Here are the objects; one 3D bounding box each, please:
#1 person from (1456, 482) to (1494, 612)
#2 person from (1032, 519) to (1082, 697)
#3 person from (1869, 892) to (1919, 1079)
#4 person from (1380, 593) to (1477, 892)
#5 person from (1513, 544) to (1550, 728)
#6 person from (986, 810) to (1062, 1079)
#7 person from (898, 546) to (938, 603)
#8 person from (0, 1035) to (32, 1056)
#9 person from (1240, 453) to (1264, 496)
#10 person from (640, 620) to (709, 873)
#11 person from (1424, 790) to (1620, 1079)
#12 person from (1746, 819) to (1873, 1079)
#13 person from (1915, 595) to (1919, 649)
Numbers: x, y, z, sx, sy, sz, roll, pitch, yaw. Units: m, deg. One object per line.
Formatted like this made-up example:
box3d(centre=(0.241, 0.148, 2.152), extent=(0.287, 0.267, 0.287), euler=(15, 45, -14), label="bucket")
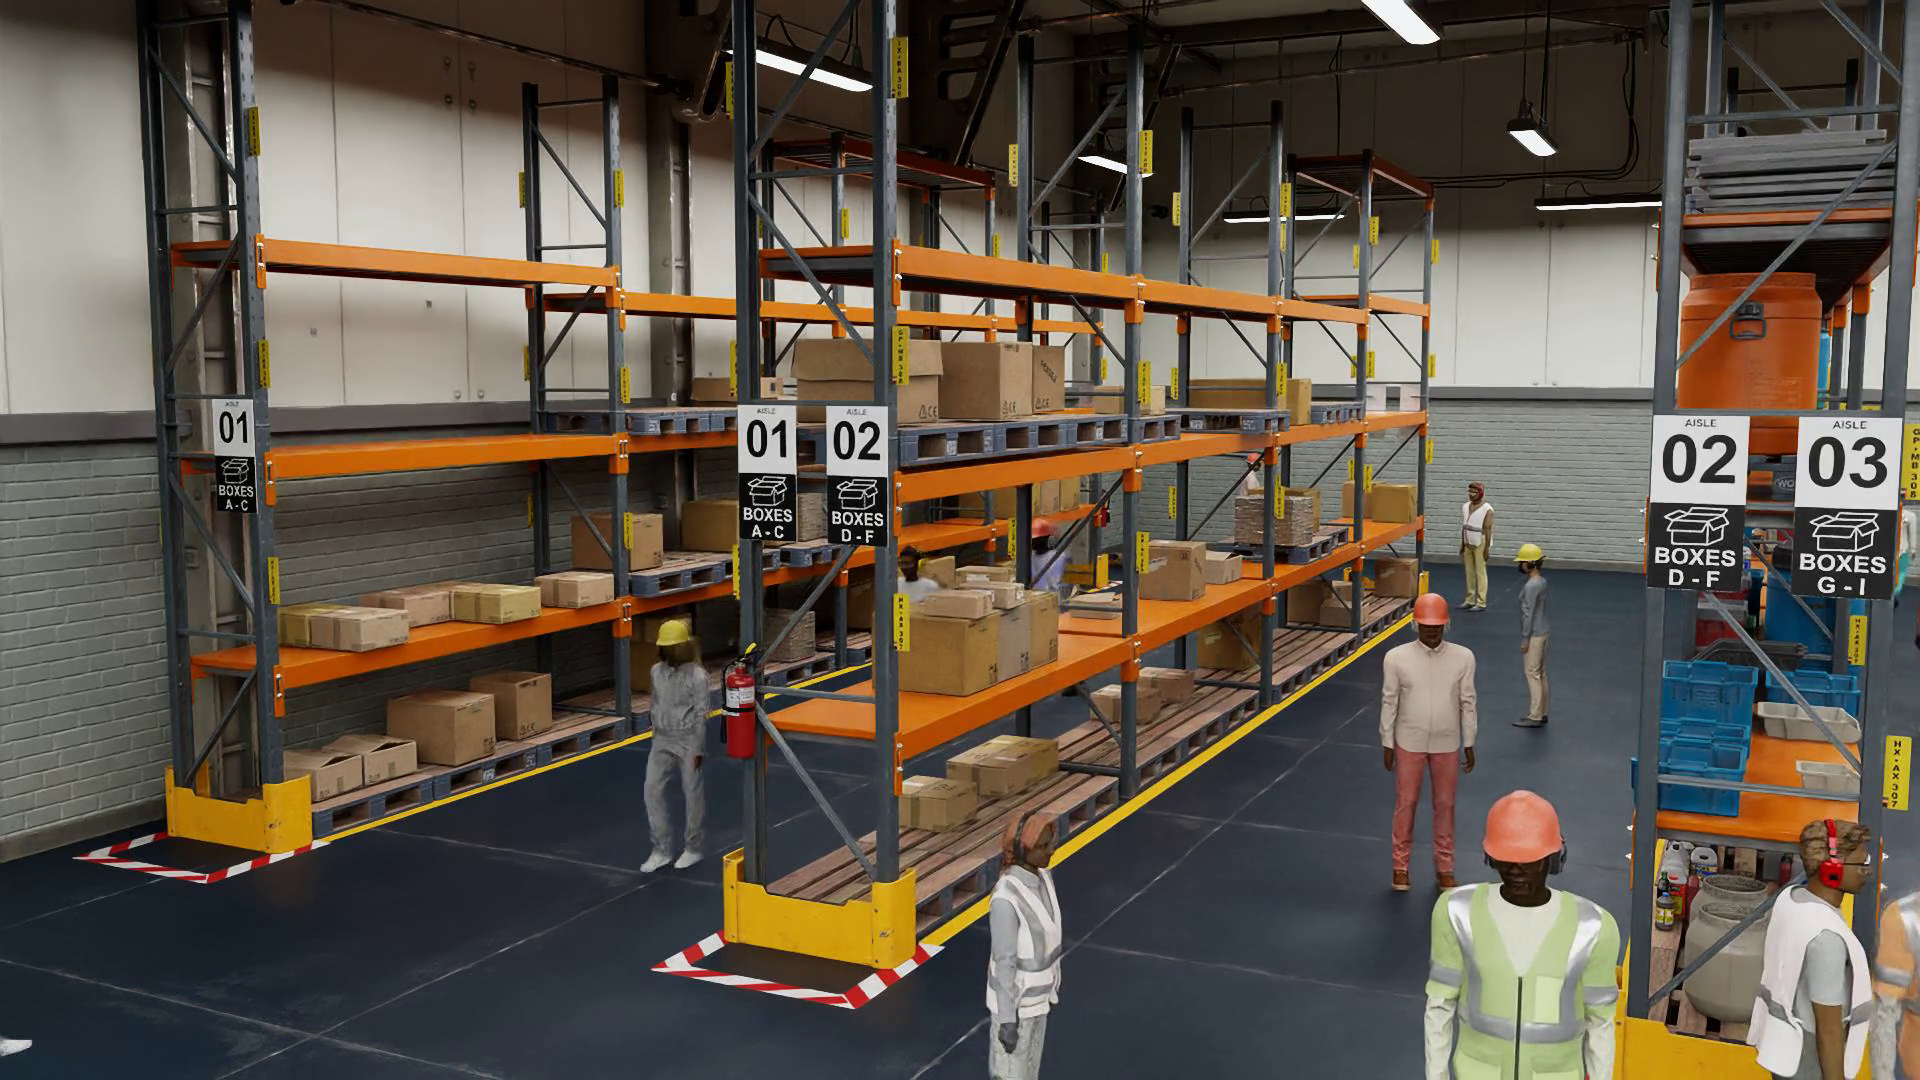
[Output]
box3d(centre=(7.319, 0.099, 23.526), extent=(0.386, 1.839, 0.562), euler=(-2, 6, -22), label="person")
box3d(centre=(0.889, 0.718, 17.161), extent=(0.542, 1.909, 0.926), euler=(5, 8, 40), label="person")
box3d(centre=(3.538, 1.891, 5.844), extent=(0.605, 1.882, 0.892), euler=(2, 6, 21), label="person")
box3d(centre=(3.066, 1.327, 10.886), extent=(0.620, 1.985, 0.406), euler=(0, 6, 4), label="person")
box3d(centre=(5.473, 0.916, 15.966), extent=(0.349, 1.759, 0.522), euler=(3, 7, 29), label="person")
box3d(centre=(0.260, 1.912, 6.832), extent=(0.310, 1.638, 0.523), euler=(2, 6, 21), label="person")
box3d(centre=(-0.461, 0.969, 14.987), extent=(0.534, 1.853, 0.464), euler=(3, 7, 28), label="person")
box3d(centre=(-4.943, 1.759, 7.948), extent=(0.487, 1.710, 0.837), euler=(5, 8, 42), label="person")
box3d(centre=(5.050, -0.517, 28.801), extent=(0.400, 1.990, 0.621), euler=(1, 6, 5), label="person")
box3d(centre=(-1.962, 1.406, 11.293), extent=(0.512, 1.719, 0.622), euler=(3, 7, 26), label="person")
box3d(centre=(1.868, 1.840, 5.581), extent=(0.614, 2.041, 0.389), euler=(2, 6, 21), label="person")
box3d(centre=(3.039, 1.899, 5.951), extent=(0.389, 1.848, 0.563), euler=(1, 6, 13), label="person")
box3d(centre=(9.205, 0.922, 15.385), extent=(0.667, 1.858, 0.595), euler=(4, 7, 36), label="person")
